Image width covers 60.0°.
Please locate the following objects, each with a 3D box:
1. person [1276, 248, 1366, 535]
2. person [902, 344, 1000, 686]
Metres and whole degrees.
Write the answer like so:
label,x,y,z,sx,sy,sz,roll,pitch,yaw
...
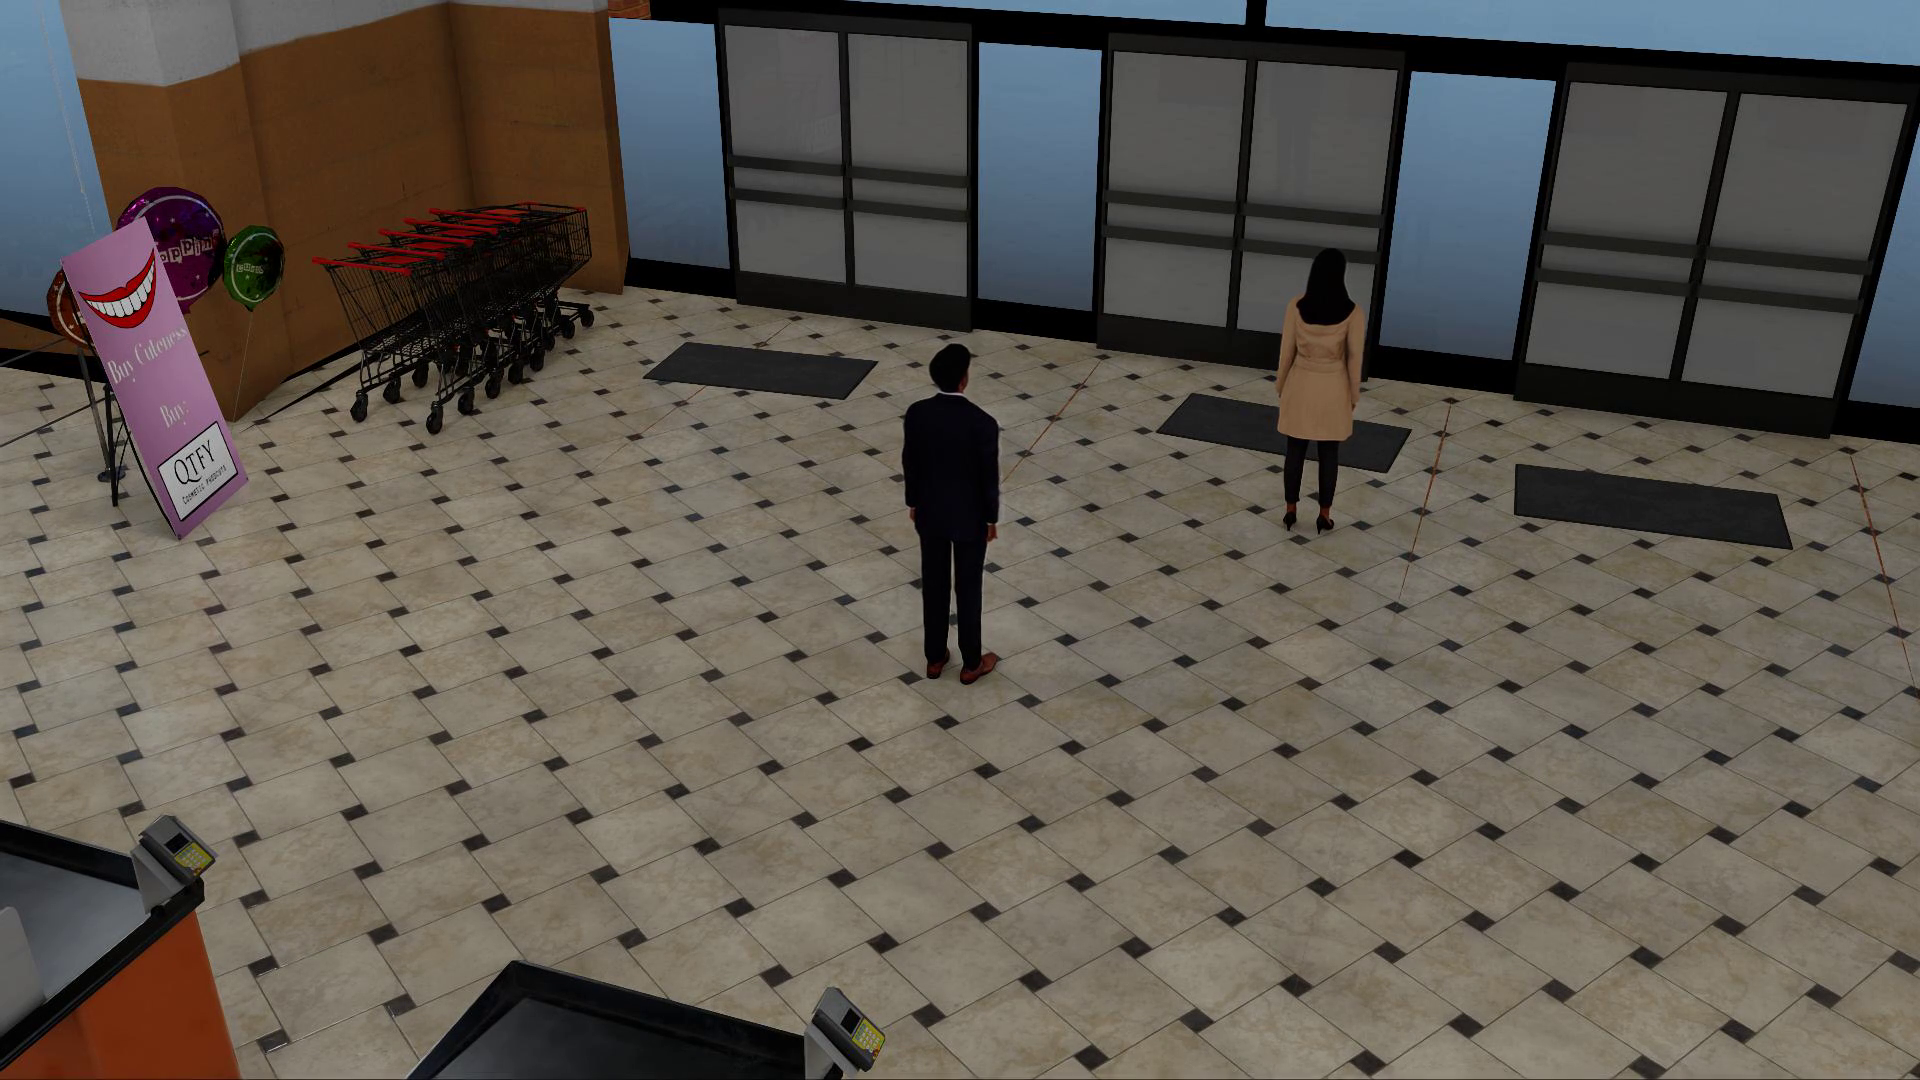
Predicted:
label,x,y,z,sx,sy,sz,roll,pitch,yaw
person,2.021,-0.828,9.411,0.629,1.681,0.526,10,29,19
person,-0.042,-0.111,7.946,0.624,1.726,0.525,10,29,19
